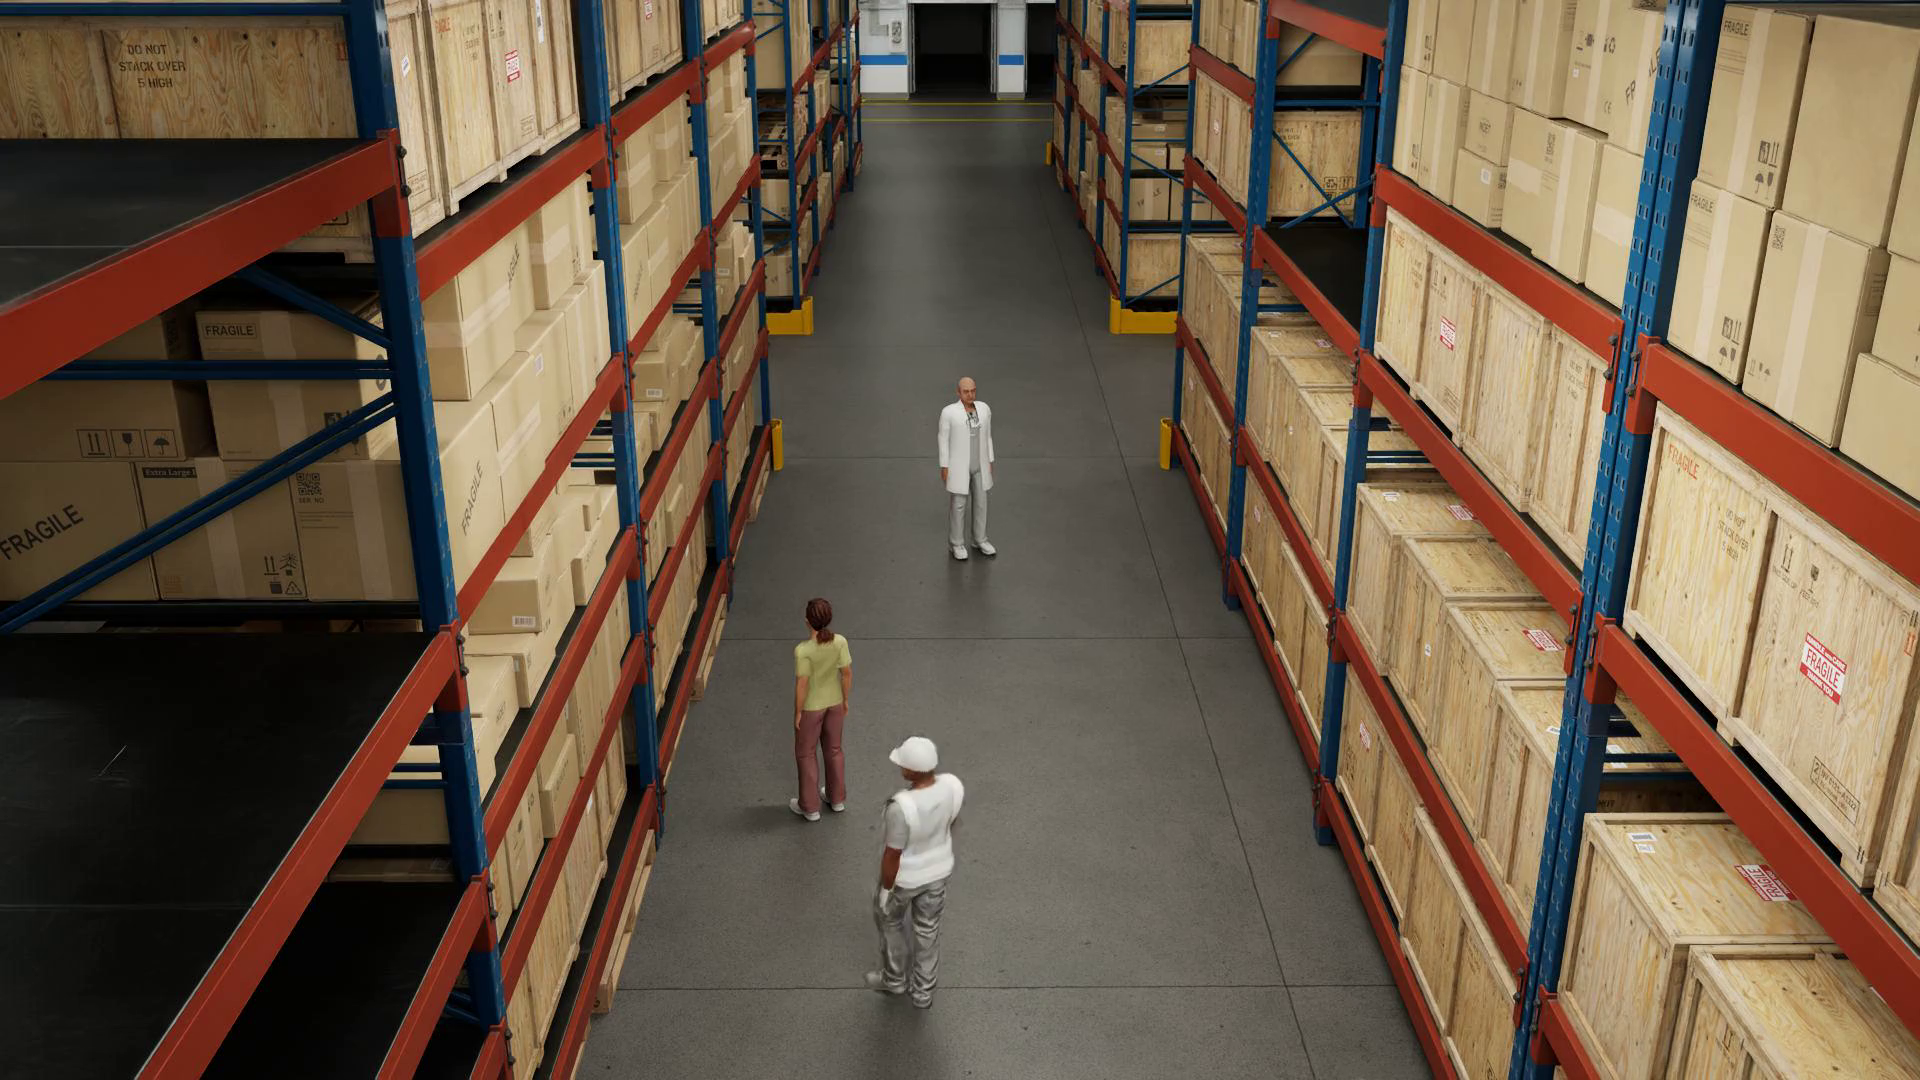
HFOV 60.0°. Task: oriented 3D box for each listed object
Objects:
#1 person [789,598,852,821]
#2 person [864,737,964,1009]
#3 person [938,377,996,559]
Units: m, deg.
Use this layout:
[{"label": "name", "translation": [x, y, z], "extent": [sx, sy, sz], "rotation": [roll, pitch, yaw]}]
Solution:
[{"label": "person", "translation": [-0.996, 1.171, 11.673], "extent": [0.432, 1.669, 0.410], "rotation": [-14, 26, -32]}, {"label": "person", "translation": [-0.272, 1.900, 9.685], "extent": [0.603, 1.794, 0.563], "rotation": [-12, 24, -27]}, {"label": "person", "translation": [0.100, -0.708, 16.285], "extent": [0.569, 1.780, 0.410], "rotation": [-10, 24, -23]}]
